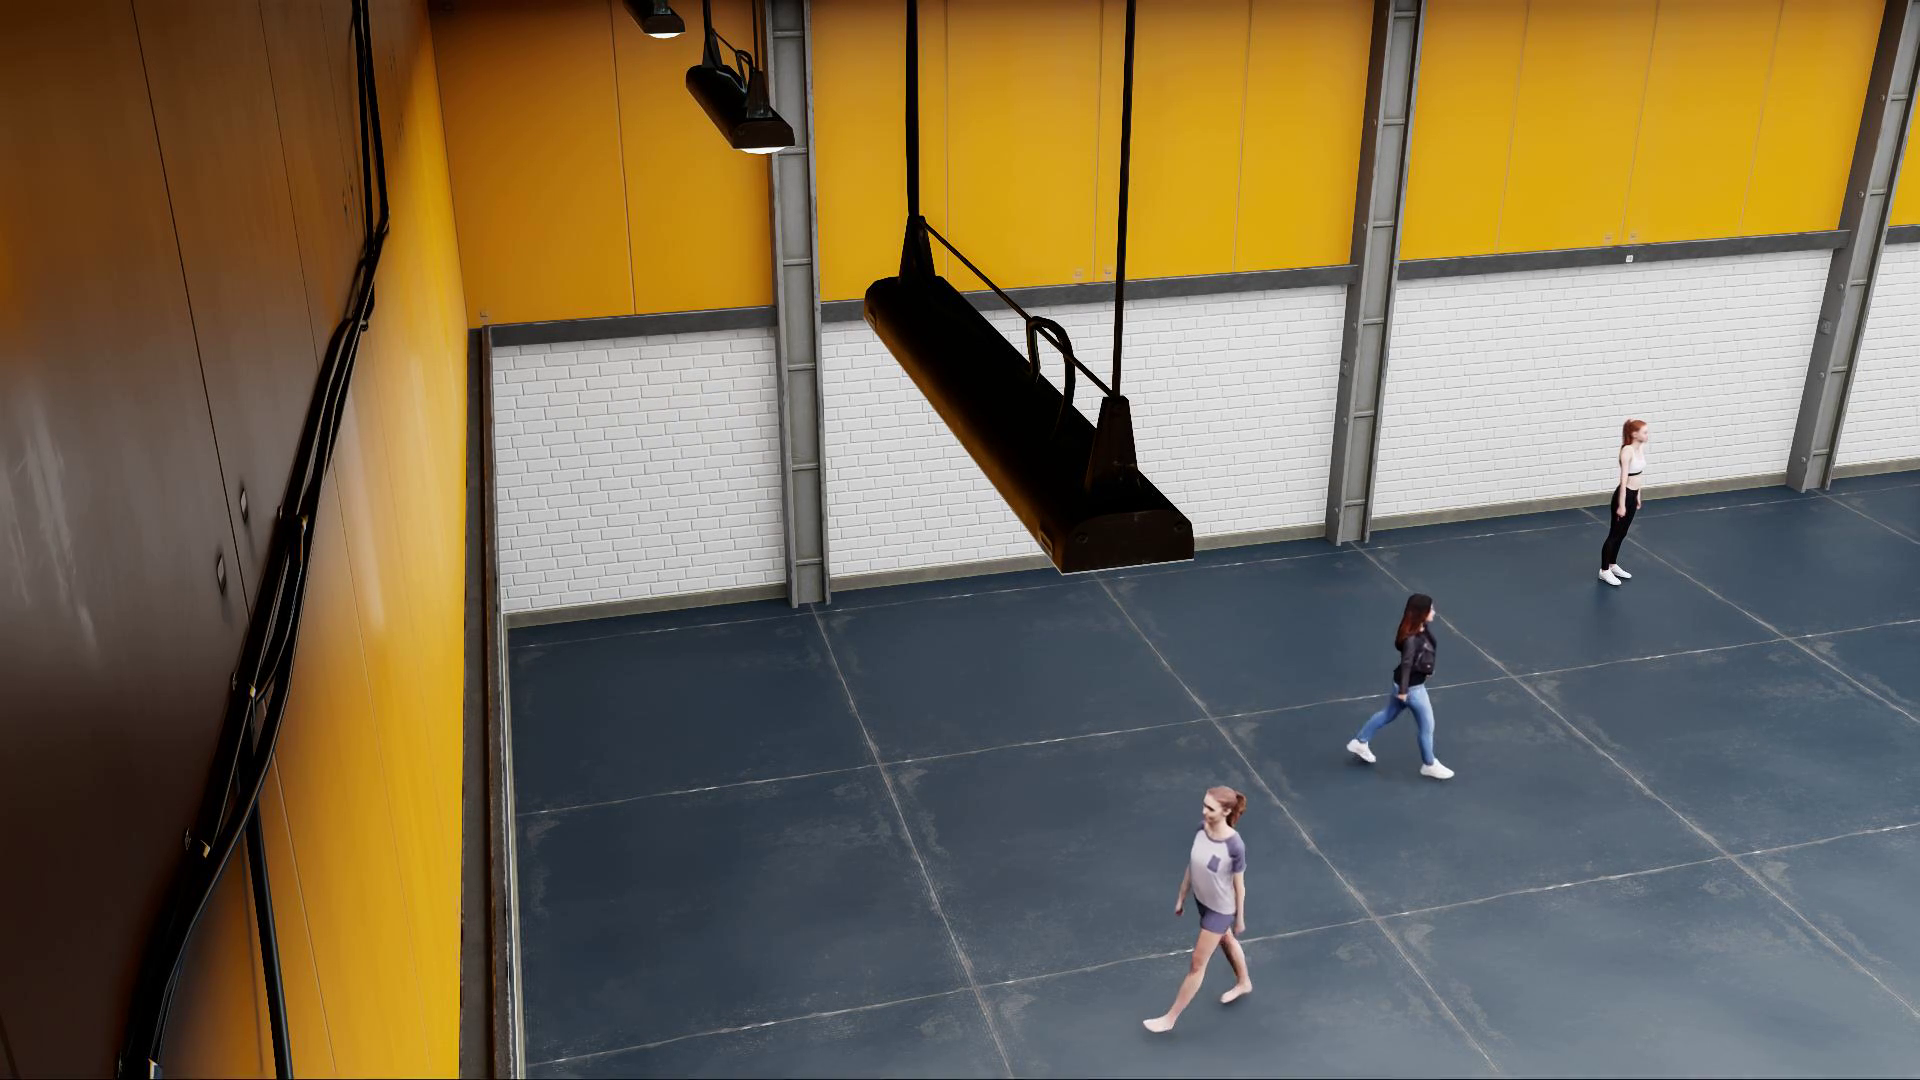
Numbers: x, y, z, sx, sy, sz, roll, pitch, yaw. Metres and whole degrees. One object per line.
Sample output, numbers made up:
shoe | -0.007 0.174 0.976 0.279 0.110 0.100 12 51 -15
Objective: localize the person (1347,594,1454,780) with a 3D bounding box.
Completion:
person | 3.587 1.180 13.590 1.201 1.595 1.010 6 24 14

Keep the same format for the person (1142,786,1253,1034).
person | 1.725 2.351 10.765 1.179 1.714 0.753 -12 26 -25

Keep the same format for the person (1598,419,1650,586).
person | 6.809 -0.409 17.045 0.619 1.740 0.728 -21 31 -40
